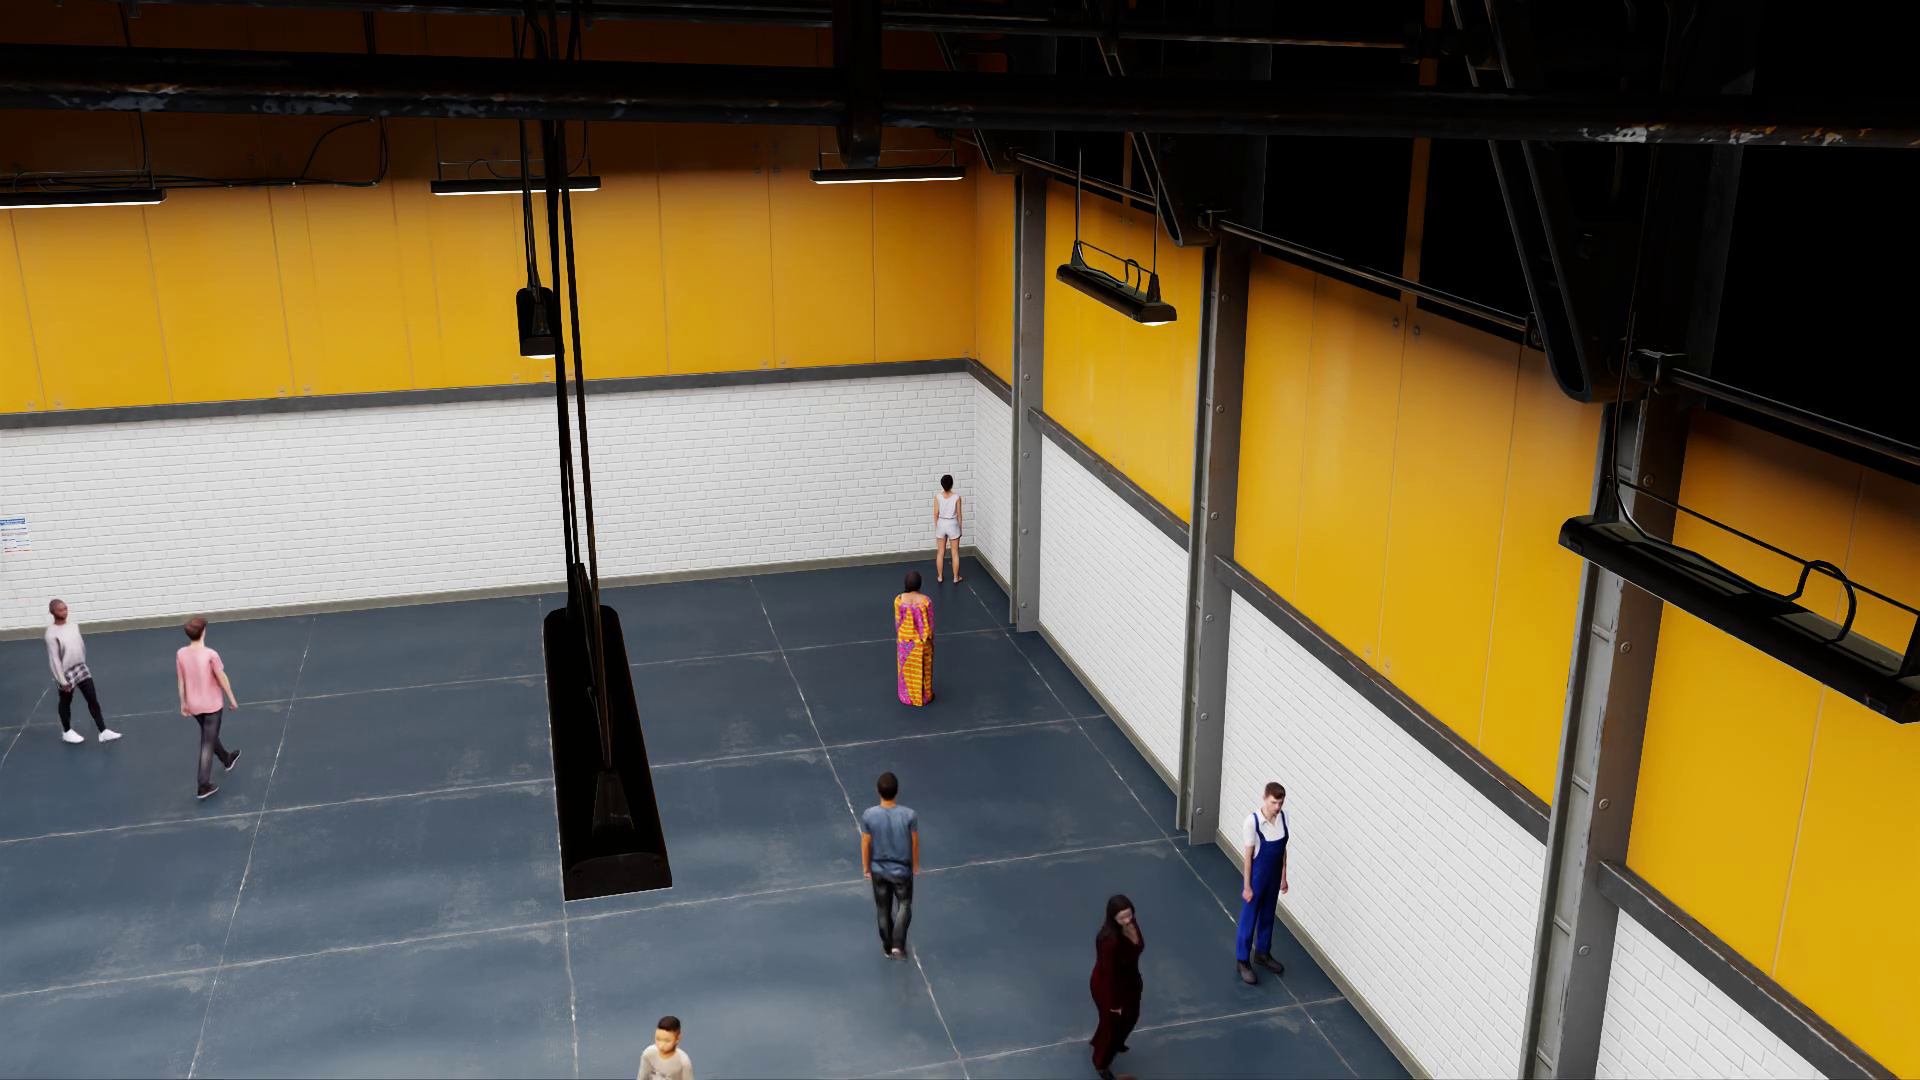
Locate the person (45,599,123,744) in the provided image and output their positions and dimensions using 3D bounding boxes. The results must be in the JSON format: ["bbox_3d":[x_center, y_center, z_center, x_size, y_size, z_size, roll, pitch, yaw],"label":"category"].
[{"bbox_3d":[-10.136,1.490,18.798,1.033,1.748,1.038,6,20,18],"label":"person"}]

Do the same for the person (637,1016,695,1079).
[{"bbox_3d":[-2.036,3.997,11.859,0.915,1.427,1.056,7,20,20],"label":"person"}]

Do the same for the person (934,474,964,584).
[{"bbox_3d":[-0.174,-0.171,23.954,0.650,1.606,0.667,3,19,10],"label":"person"}]

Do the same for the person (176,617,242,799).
[{"bbox_3d":[-8.035,1.814,17.580,0.943,1.913,1.231,3,19,8],"label":"person"}]

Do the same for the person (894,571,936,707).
[{"bbox_3d":[-0.542,1.137,19.945,0.762,1.686,0.796,4,19,11],"label":"person"}]

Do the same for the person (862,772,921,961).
[{"bbox_3d":[-0.600,2.902,14.521,0.799,1.802,0.906,1,19,2],"label":"person"}]

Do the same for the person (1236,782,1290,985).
[{"bbox_3d":[2.631,2.911,14.420,0.683,1.849,0.650,-10,21,-27],"label":"person"}]

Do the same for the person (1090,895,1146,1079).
[{"bbox_3d":[1.181,3.466,12.982,0.983,1.716,0.880,3,19,9],"label":"person"}]
